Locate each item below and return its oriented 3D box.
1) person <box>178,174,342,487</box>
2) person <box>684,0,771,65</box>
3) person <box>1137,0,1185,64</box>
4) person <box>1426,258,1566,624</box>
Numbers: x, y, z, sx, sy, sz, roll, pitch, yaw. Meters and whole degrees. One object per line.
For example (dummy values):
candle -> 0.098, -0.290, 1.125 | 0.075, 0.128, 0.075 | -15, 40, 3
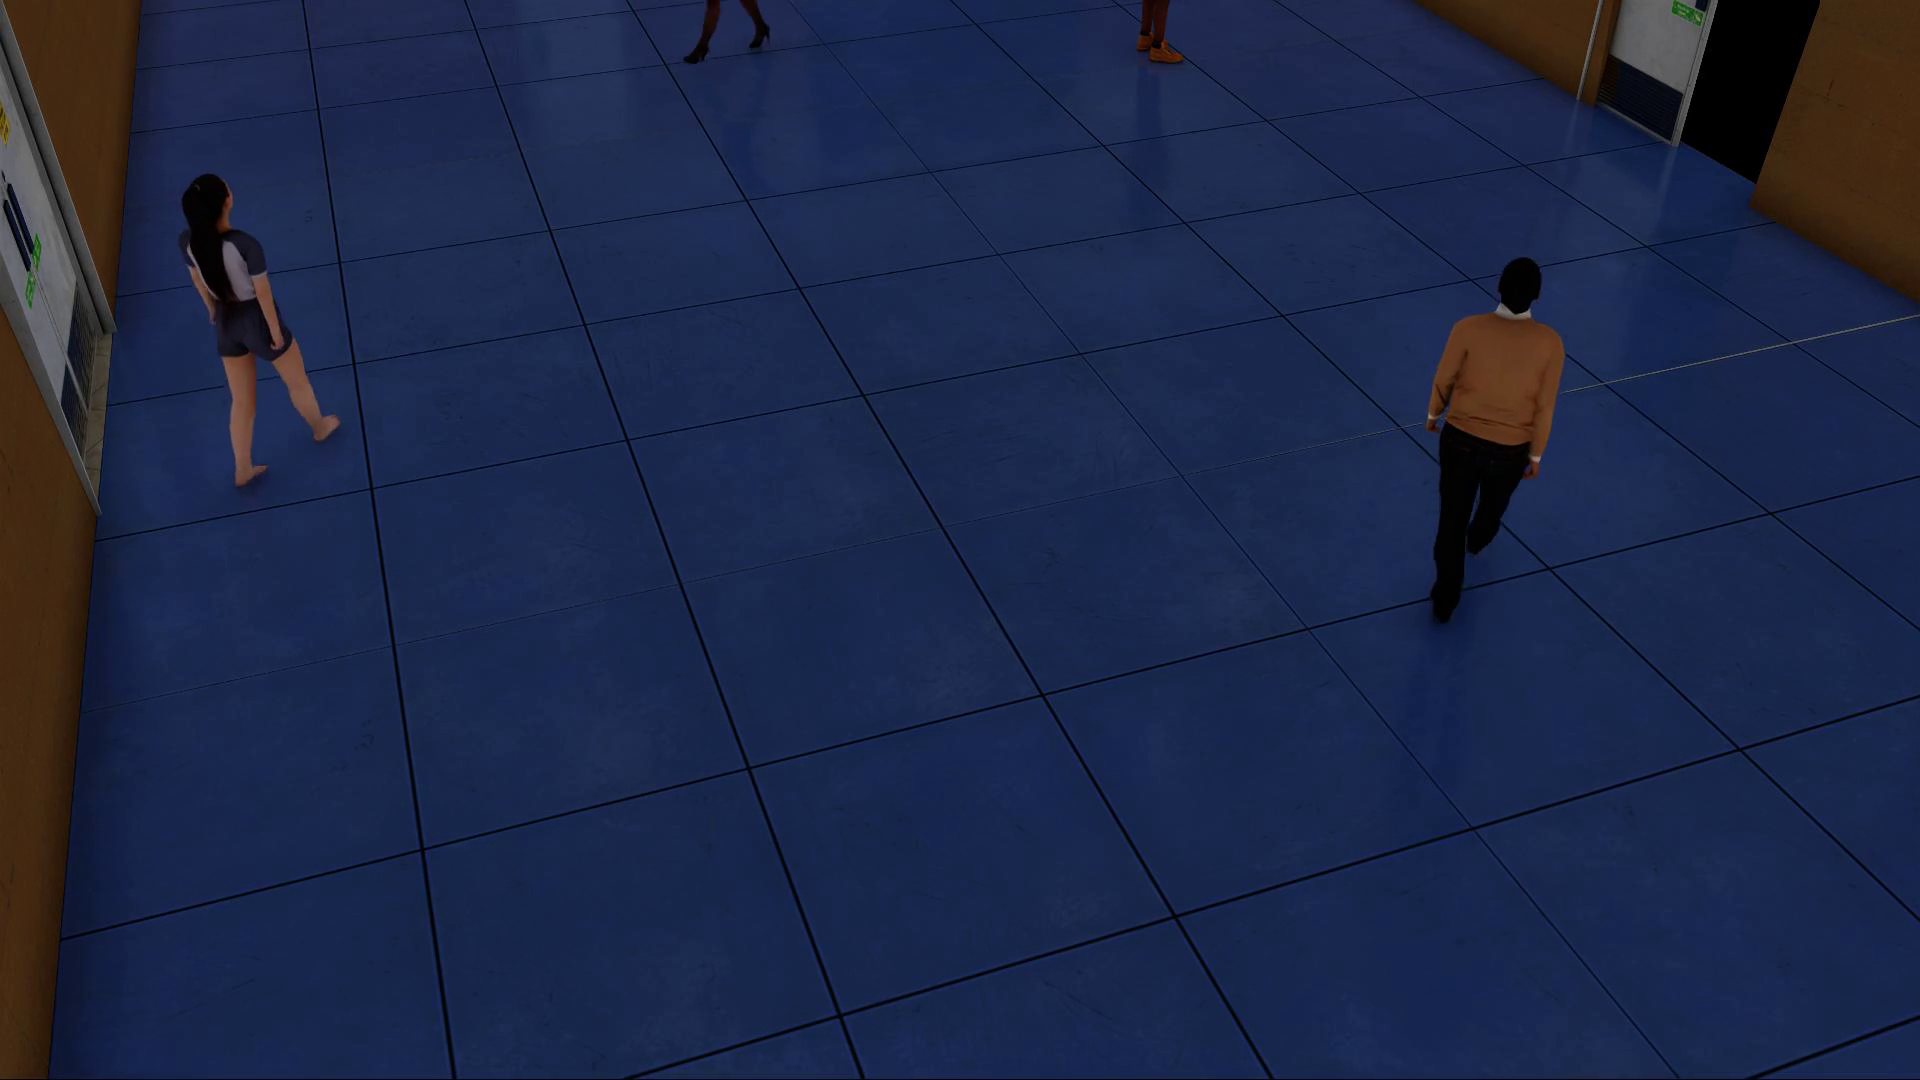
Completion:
person -> -3.573, -0.994, 8.246 | 1.000, 1.612, 0.966 | 7, 38, 10
person -> -1.770, -4.583, 12.980 | 1.145, 1.652, 0.855 | -28, 45, -32
person -> 1.594, -4.635, 13.003 | 0.621, 1.725, 0.627 | -8, 38, -11
person -> 2.306, -0.380, 7.337 | 1.127, 1.721, 1.127 | 11, 38, 14
